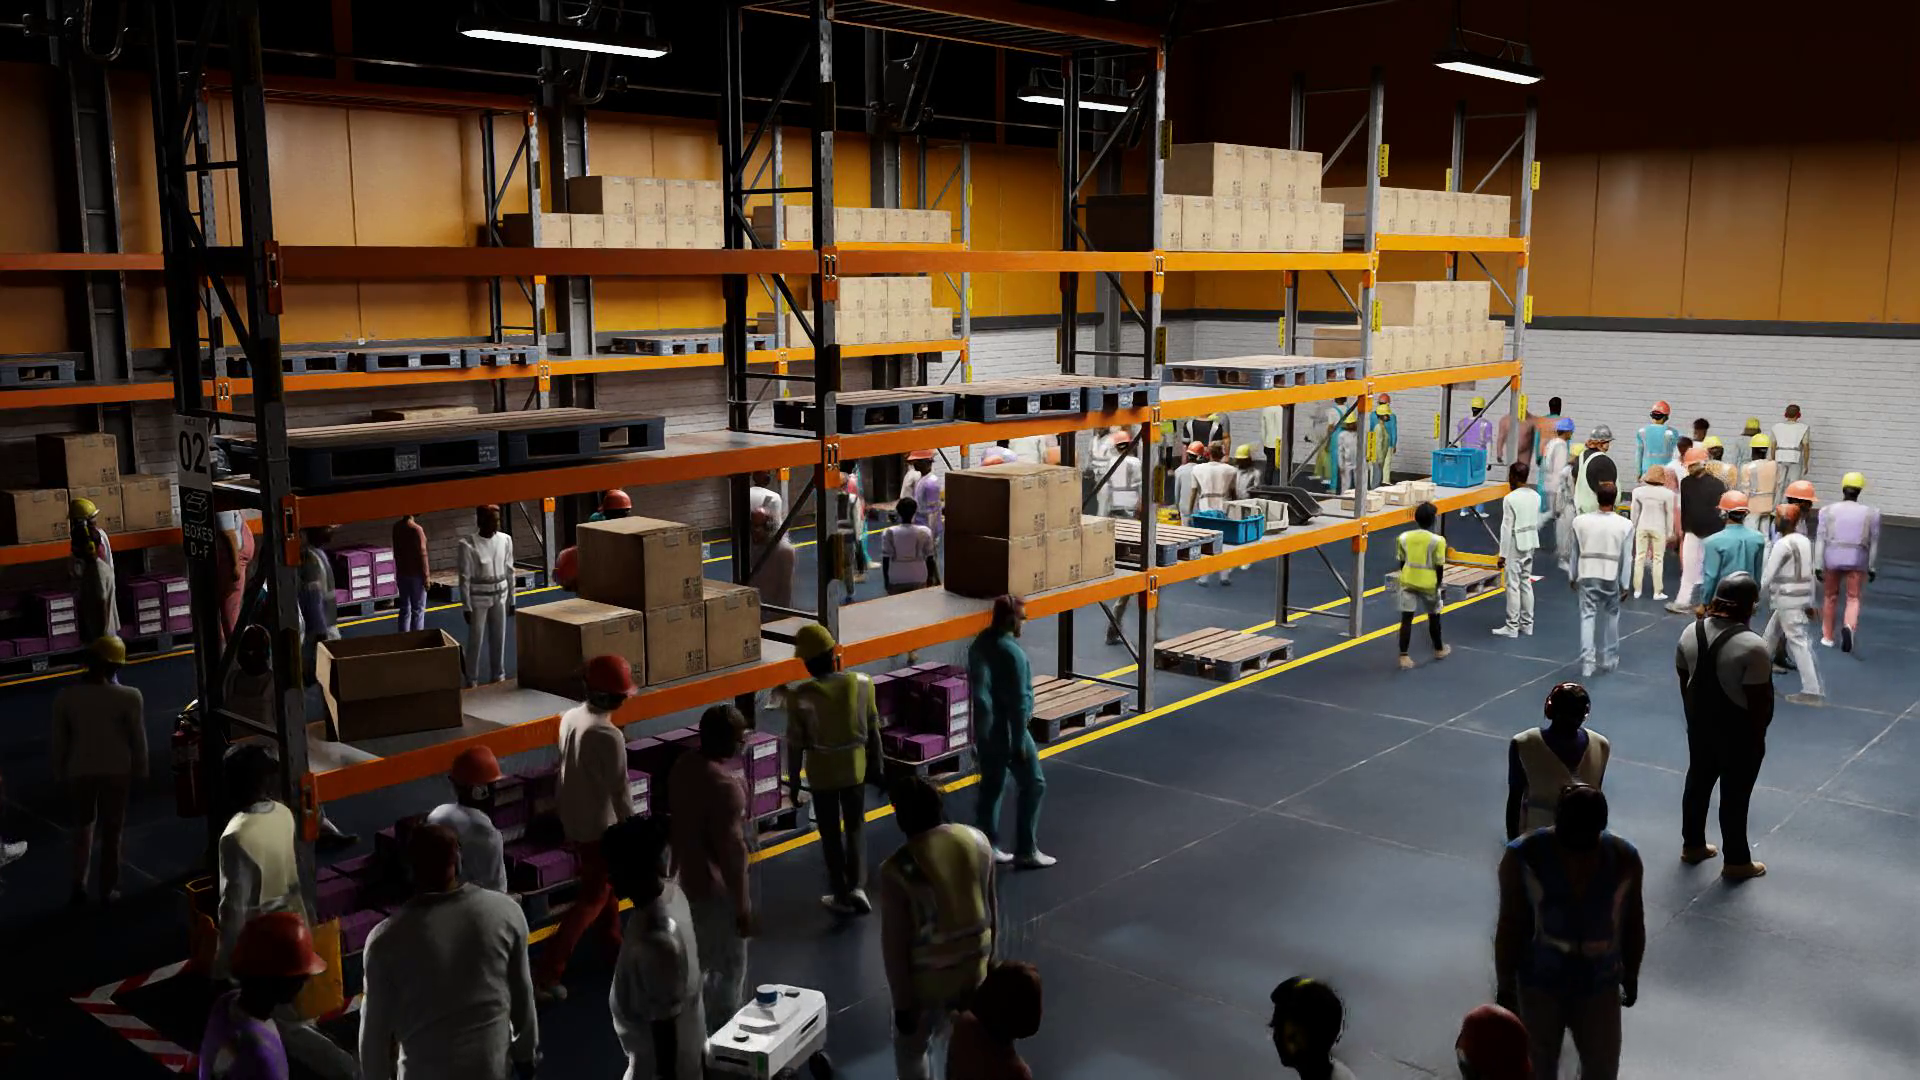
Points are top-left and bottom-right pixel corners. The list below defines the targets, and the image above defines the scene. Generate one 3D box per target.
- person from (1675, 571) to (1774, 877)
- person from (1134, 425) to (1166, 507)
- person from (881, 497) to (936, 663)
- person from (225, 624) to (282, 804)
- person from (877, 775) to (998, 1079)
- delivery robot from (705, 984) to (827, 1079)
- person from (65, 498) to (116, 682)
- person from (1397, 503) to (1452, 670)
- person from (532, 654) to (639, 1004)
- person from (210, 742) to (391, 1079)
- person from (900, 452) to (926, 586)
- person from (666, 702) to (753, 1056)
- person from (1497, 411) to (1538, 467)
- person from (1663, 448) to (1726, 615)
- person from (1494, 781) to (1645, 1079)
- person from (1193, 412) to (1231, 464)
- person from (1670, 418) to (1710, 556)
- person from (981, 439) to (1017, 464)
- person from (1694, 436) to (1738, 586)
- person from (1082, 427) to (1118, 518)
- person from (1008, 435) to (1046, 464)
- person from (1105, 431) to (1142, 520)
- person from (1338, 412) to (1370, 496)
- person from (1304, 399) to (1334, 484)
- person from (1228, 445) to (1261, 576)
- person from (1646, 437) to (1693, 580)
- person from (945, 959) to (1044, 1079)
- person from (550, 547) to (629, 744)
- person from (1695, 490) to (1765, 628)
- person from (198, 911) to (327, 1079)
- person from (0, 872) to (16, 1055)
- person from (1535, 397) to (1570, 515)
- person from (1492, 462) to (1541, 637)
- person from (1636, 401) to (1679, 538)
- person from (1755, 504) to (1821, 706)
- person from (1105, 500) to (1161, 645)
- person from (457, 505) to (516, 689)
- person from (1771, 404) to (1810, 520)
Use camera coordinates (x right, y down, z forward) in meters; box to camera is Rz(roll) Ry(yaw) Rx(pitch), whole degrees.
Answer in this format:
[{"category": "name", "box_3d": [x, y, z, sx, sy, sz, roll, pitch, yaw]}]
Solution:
[{"category": "person", "box_3d": [5.141, 1.204, 11.096, 0.537, 2.000, 0.678, -4, 10, -23]}, {"category": "person", "box_3d": [2.932, -1.175, 25.929, 0.552, 1.842, 0.694, 7, 12, 36]}, {"category": "person", "box_3d": [-0.516, 0.390, 17.054, 0.551, 1.676, 0.673, 1, 10, 7]}, {"category": "person", "box_3d": [-4.352, 1.426, 10.359, 0.506, 1.846, 0.346, 2, 10, 9]}, {"category": "person", "box_3d": [-0.004, 1.961, 7.358, 0.656, 1.798, 0.858, -8, 12, -38]}, {"category": "delivery robot", "box_3d": [-0.934, 2.404, 8.081, 0.477, 0.478, 0.707, 4, 10, 22]}, {"category": "person", "box_3d": [-8.304, 0.504, 15.919, 0.404, 1.826, 0.587, -5, 11, -30]}, {"category": "person", "box_3d": [4.676, 0.446, 16.717, 0.550, 1.652, 0.851, 8, 13, 41]}, {"category": "person", "box_3d": [-2.083, 1.584, 9.180, 0.868, 1.953, 0.635, -7, 12, -36]}, {"category": "person", "box_3d": [-3.156, 1.865, 7.673, 0.928, 1.868, 0.662, -1, 10, -9]}, {"category": "person", "box_3d": [-0.554, -0.259, 19.964, 0.382, 1.996, 0.608, -1, 10, -8]}, {"category": "person", "box_3d": [-1.256, 1.741, 8.268, 0.419, 1.917, 0.688, -6, 11, -34]}, {"category": "person", "box_3d": [9.250, -1.446, 27.507, 0.694, 1.857, 0.911, 6, 11, 31]}, {"category": "person", "box_3d": [8.603, -0.101, 19.264, 1.002, 1.925, 0.694, -6, 11, -30]}, {"category": "person", "box_3d": [2.681, 1.947, 7.320, 0.657, 1.821, 0.544, 2, 10, 10]}, {"category": "person", "box_3d": [4.090, -1.418, 26.748, 0.682, 2.000, 0.538, 8, 12, 40]}, {"category": "person", "box_3d": [10.185, -0.735, 23.077, 0.985, 1.897, 0.614, -7, 12, -36]}, {"category": "person", "box_3d": [0.549, -0.603, 22.232, 0.594, 1.922, 0.385, 8, 12, 39]}, {"category": "person", "box_3d": [9.532, -0.372, 21.021, 0.620, 1.864, 0.939, 8, 12, 39]}, {"category": "person", "box_3d": [2.148, -1.029, 25.732, 0.514, 1.612, 0.741, 9, 13, 43]}, {"category": "person", "box_3d": [0.993, -1.083, 25.309, 0.658, 1.859, 0.969, 2, 10, 13]}, {"category": "person", "box_3d": [2.130, -0.441, 21.336, 0.637, 1.903, 0.573, 9, 13, 43]}, {"category": "person", "box_3d": [6.202, -1.147, 26.080, 0.549, 1.721, 0.409, 2, 10, 14]}, {"category": "person", "box_3d": [6.580, -1.972, 30.547, 0.586, 1.881, 0.870, -8, 12, -38]}, {"category": "person", "box_3d": [3.666, -0.394, 21.659, 0.493, 1.689, 0.919, 4, 10, 20]}, {"category": "person", "box_3d": [9.149, -0.408, 21.259, 0.620, 1.873, 0.811, -8, 12, -38]}, {"category": "person", "box_3d": [0.076, 2.276, 5.972, 0.422, 1.603, 0.523, -4, 10, -23]}, {"category": "person", "box_3d": [-2.698, 1.013, 12.392, 0.677, 1.984, 0.638, -3, 10, -20]}, {"category": "person", "box_3d": [7.021, 0.540, 15.193, 0.608, 1.996, 0.379, -2, 10, -13]}, {"category": "person", "box_3d": [-2.383, 2.178, 5.677, 0.498, 1.905, 0.575, -4, 10, -24]}, {"category": "person", "box_3d": [-5.167, 1.714, 8.422, 0.798, 1.929, 0.665, 7, 12, 35]}, {"category": "person", "box_3d": [9.453, -1.328, 26.582, 0.392, 1.919, 0.590, -8, 12, -40]}, {"category": "person", "box_3d": [6.077, 0.106, 18.064, 0.585, 1.911, 0.391, -8, 12, -40]}, {"category": "person", "box_3d": [10.174, -1.006, 24.287, 0.607, 2.044, 0.372, 8, 12, 40]}, {"category": "person", "box_3d": [7.604, 0.577, 15.458, 0.996, 1.829, 0.590, 9, 13, 43]}, {"category": "person", "box_3d": [1.890, 0.373, 17.397, 0.473, 1.603, 0.685, -4, 10, -24]}, {"category": "person", "box_3d": [-4.360, 0.574, 15.385, 0.364, 1.873, 0.593, 8, 12, 40]}, {"category": "person", "box_3d": [12.974, -1.202, 26.031, 0.566, 1.849, 0.390, 8, 12, 40]}]
